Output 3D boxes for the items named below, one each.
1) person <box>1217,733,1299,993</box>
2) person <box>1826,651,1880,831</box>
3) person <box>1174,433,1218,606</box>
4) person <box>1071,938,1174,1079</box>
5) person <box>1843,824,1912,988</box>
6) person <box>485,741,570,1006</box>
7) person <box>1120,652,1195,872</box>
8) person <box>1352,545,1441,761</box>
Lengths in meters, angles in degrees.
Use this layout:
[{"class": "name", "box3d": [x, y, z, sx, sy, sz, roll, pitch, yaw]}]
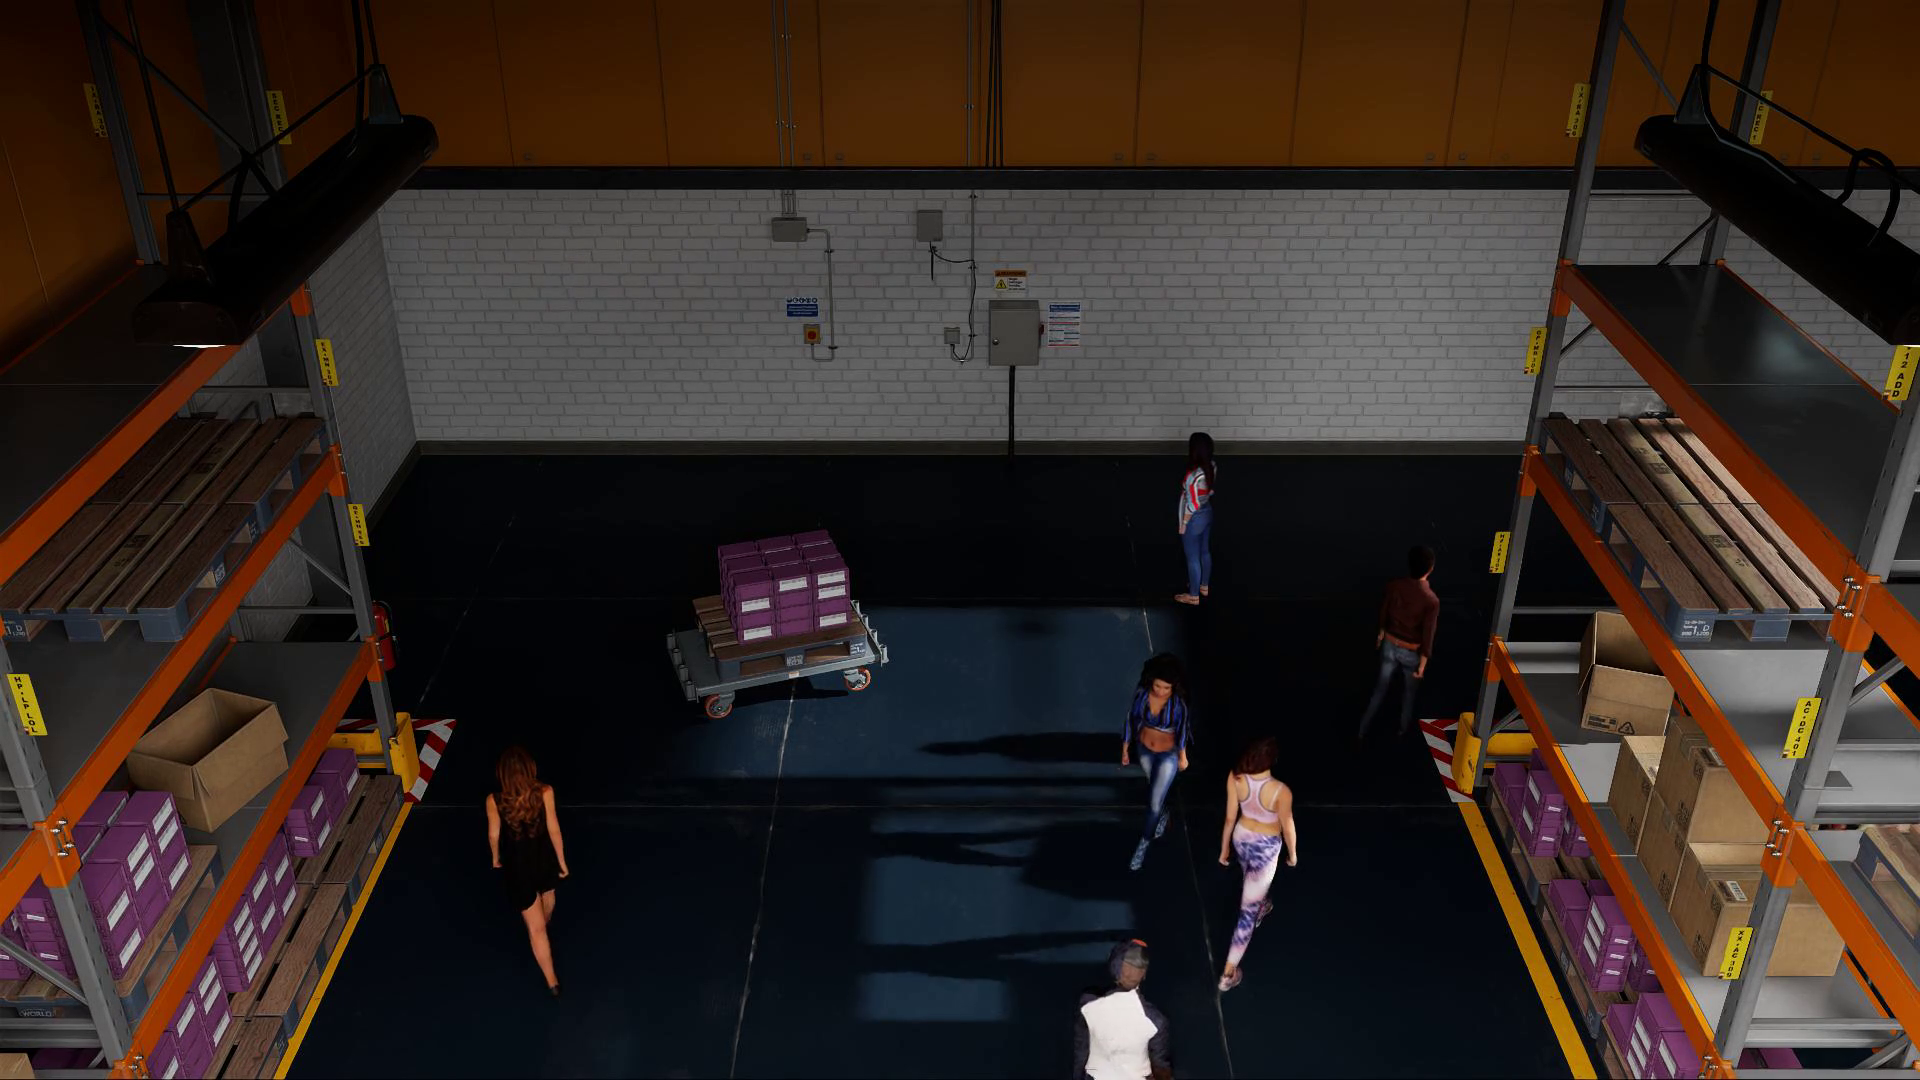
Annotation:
[{"class": "person", "box3d": [1.808, 2.015, 10.356, 1.050, 1.719, 1.263, 17, 33, 29]}, {"class": "person", "box3d": [5.765, 1.496, 11.204, 0.795, 1.816, 1.275, -4, 29, -8]}, {"class": "person", "box3d": [2.076, -0.197, 14.521, 0.724, 1.612, 0.632, 19, 34, 31]}, {"class": "person", "box3d": [0.794, 2.886, 8.587, 0.801, 1.881, 0.825, 16, 32, 27]}, {"class": "person", "box3d": [5.527, 2.120, 10.171, 0.628, 1.710, 0.645, 0, 29, -1]}, {"class": "person", "box3d": [-2.604, 2.086, 10.140, 0.836, 1.801, 1.156, -9, 30, -16]}, {"class": "person", "box3d": [1.407, 1.441, 11.536, 0.919, 1.595, 1.039, 17, 33, 28]}, {"class": "person", "box3d": [3.258, 0.868, 12.419, 1.048, 1.755, 1.154, 22, 35, 34]}]
